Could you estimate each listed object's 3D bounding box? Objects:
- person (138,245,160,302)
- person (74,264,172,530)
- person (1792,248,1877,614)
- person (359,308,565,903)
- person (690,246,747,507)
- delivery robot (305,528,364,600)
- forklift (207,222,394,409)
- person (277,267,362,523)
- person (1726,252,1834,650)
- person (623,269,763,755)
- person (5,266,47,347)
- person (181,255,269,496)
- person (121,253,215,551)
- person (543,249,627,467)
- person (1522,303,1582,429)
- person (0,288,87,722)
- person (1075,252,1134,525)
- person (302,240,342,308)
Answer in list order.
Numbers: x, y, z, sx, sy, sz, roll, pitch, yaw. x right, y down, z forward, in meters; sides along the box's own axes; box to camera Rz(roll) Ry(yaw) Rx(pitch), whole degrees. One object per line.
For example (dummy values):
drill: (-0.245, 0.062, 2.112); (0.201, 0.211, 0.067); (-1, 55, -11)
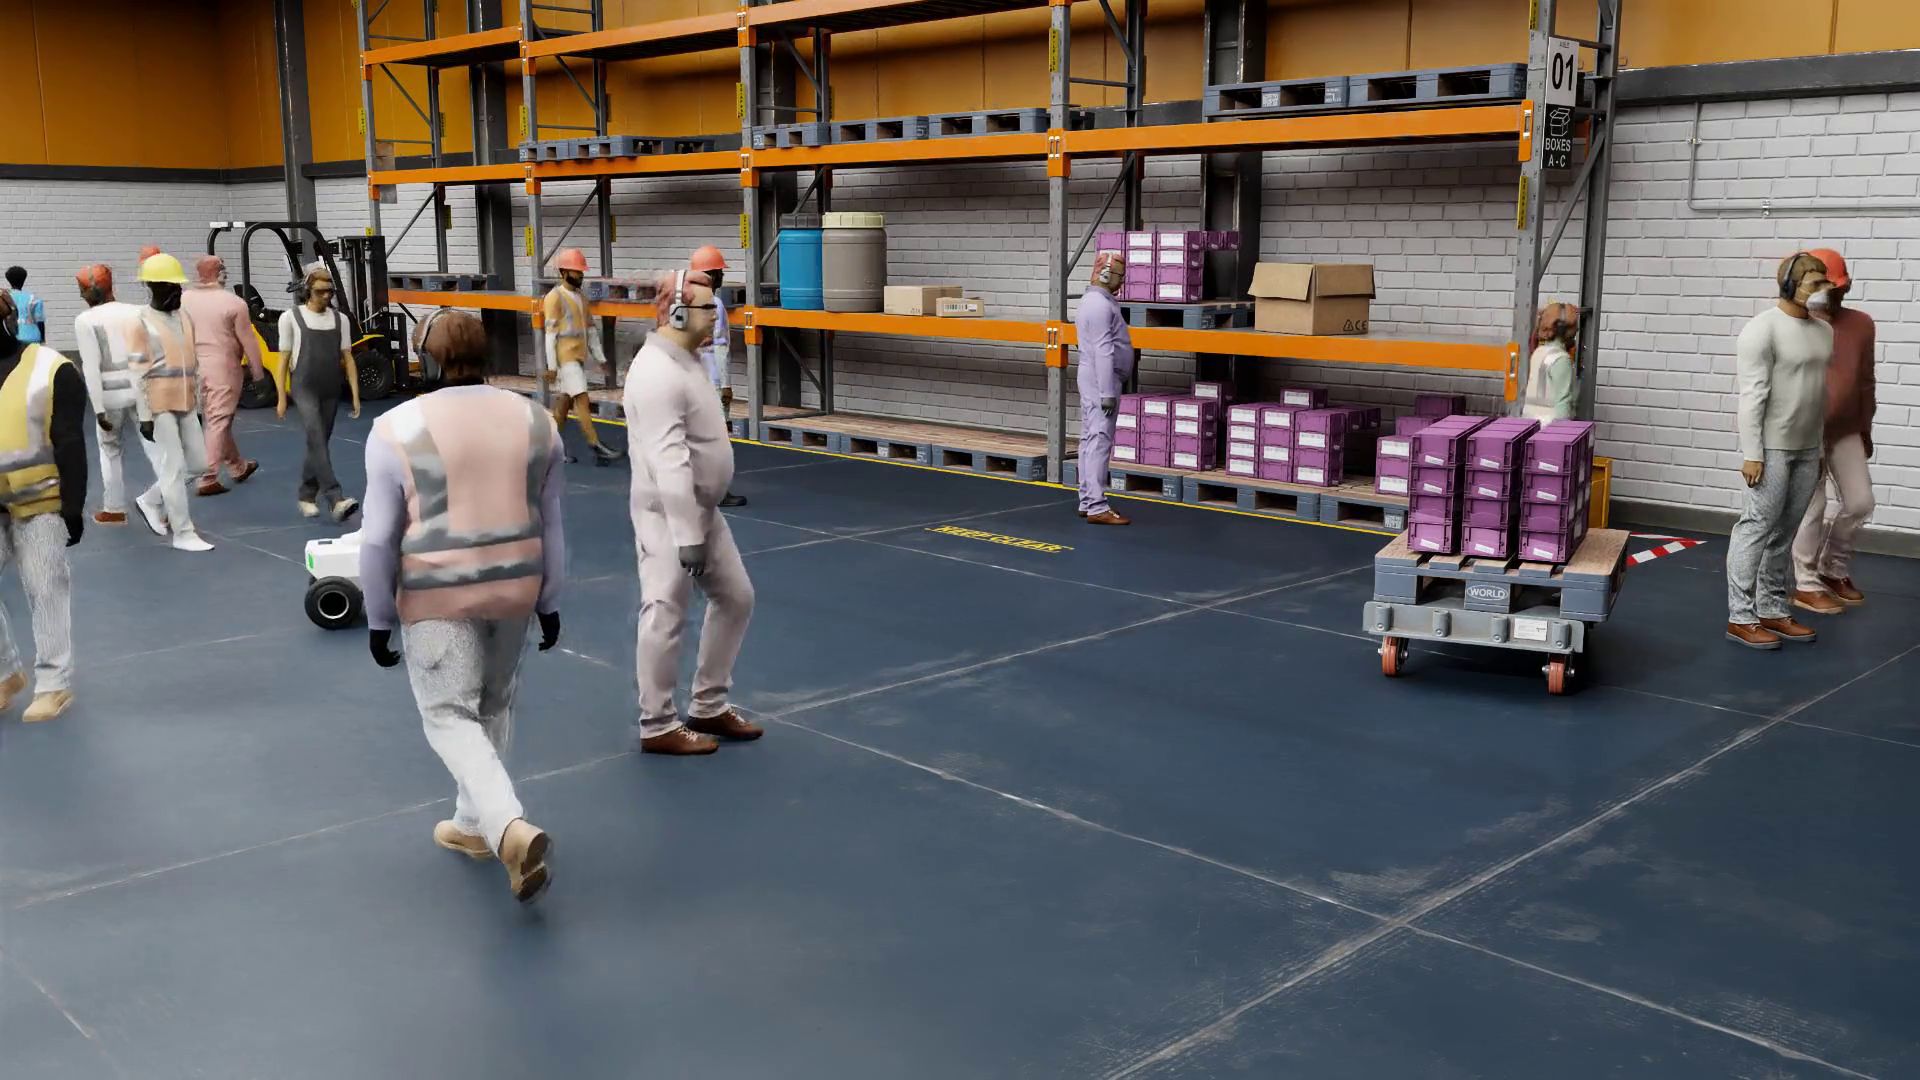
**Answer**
person: (-10.563, -2.949, 22.067); (0.378, 1.889, 0.655); (-1, 10, -5)
person: (-5.700, -0.966, 11.388); (0.961, 1.834, 0.600); (8, 13, 36)
person: (4.605, -0.563, 8.850); (0.691, 1.954, 0.431); (-2, 11, -11)
person: (-1.491, 0.198, 5.116); (0.624, 1.814, 0.840); (-9, 14, -41)
person: (-1.856, -1.215, 12.439); (0.347, 1.943, 0.545); (-7, 13, -34)
delivery robot: (-3.070, 0.098, 8.788); (0.707, 0.478, 0.477); (-4, 10, -18)
forklift: (-8.169, -2.758, 20.163); (2.313, 2.155, 1.214); (-10, 14, -44)
person: (-4.497, -1.012, 11.746); (0.986, 1.786, 0.529); (9, 14, 41)
person: (4.070, -0.439, 8.219); (0.632, 1.940, 0.372); (-6, 12, -31)
person: (-0.987, -0.085, 6.410); (0.613, 1.886, 0.680); (0, 10, 3)
person: (-10.520, -2.224, 18.630); (0.552, 1.681, 0.477); (-6, 12, -29)
person: (-5.842, -1.317, 13.229); (0.651, 1.859, 0.982); (3, 11, 14)
person: (-5.115, -0.875, 10.673); (0.595, 1.909, 0.591); (3, 11, 15)
person: (-3.302, -1.589, 14.594); (0.941, 1.891, 0.570); (3, 11, 16)
person: (3.512, -0.603, 9.977); (0.408, 1.628, 0.520); (1, 10, 8)
person: (-3.929, -0.138, 6.897); (0.627, 1.828, 0.452); (-2, 11, -10)
person: (1.020, -1.063, 11.729); (0.407, 1.902, 0.639); (-1, 10, -4)
person: (-9.202, -3.363, 24.085); (0.610, 1.965, 0.363); (1, 10, 4)
